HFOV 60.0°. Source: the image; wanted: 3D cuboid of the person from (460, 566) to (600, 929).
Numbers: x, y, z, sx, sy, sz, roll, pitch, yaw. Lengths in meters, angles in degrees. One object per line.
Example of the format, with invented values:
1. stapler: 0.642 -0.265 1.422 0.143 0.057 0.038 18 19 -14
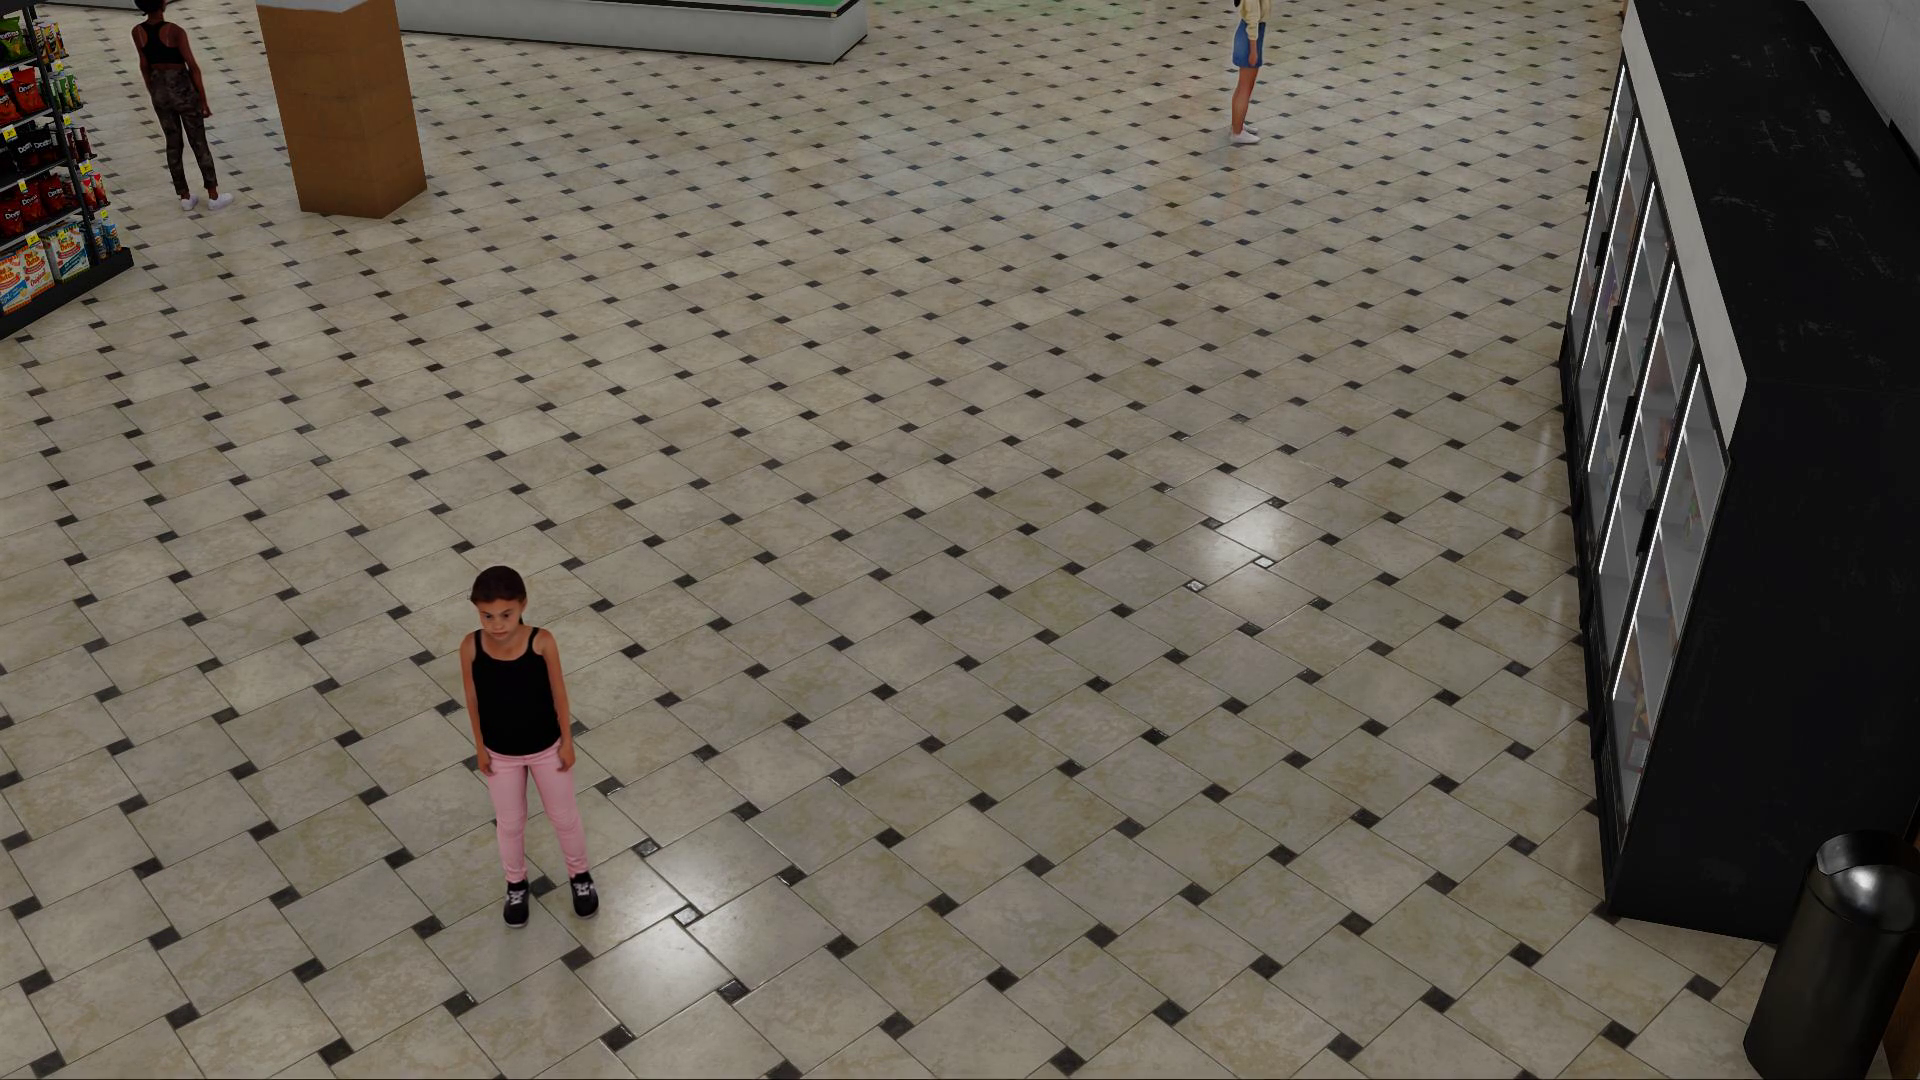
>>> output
1. person: -1.591 0.748 6.079 0.541 1.562 0.642 -5 32 -8

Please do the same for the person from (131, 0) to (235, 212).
1. person: -5.886 -3.315 12.478 0.549 1.700 0.693 0 32 0

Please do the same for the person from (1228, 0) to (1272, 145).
1. person: 2.422 -4.160 13.900 0.598 1.631 0.677 3 32 5
